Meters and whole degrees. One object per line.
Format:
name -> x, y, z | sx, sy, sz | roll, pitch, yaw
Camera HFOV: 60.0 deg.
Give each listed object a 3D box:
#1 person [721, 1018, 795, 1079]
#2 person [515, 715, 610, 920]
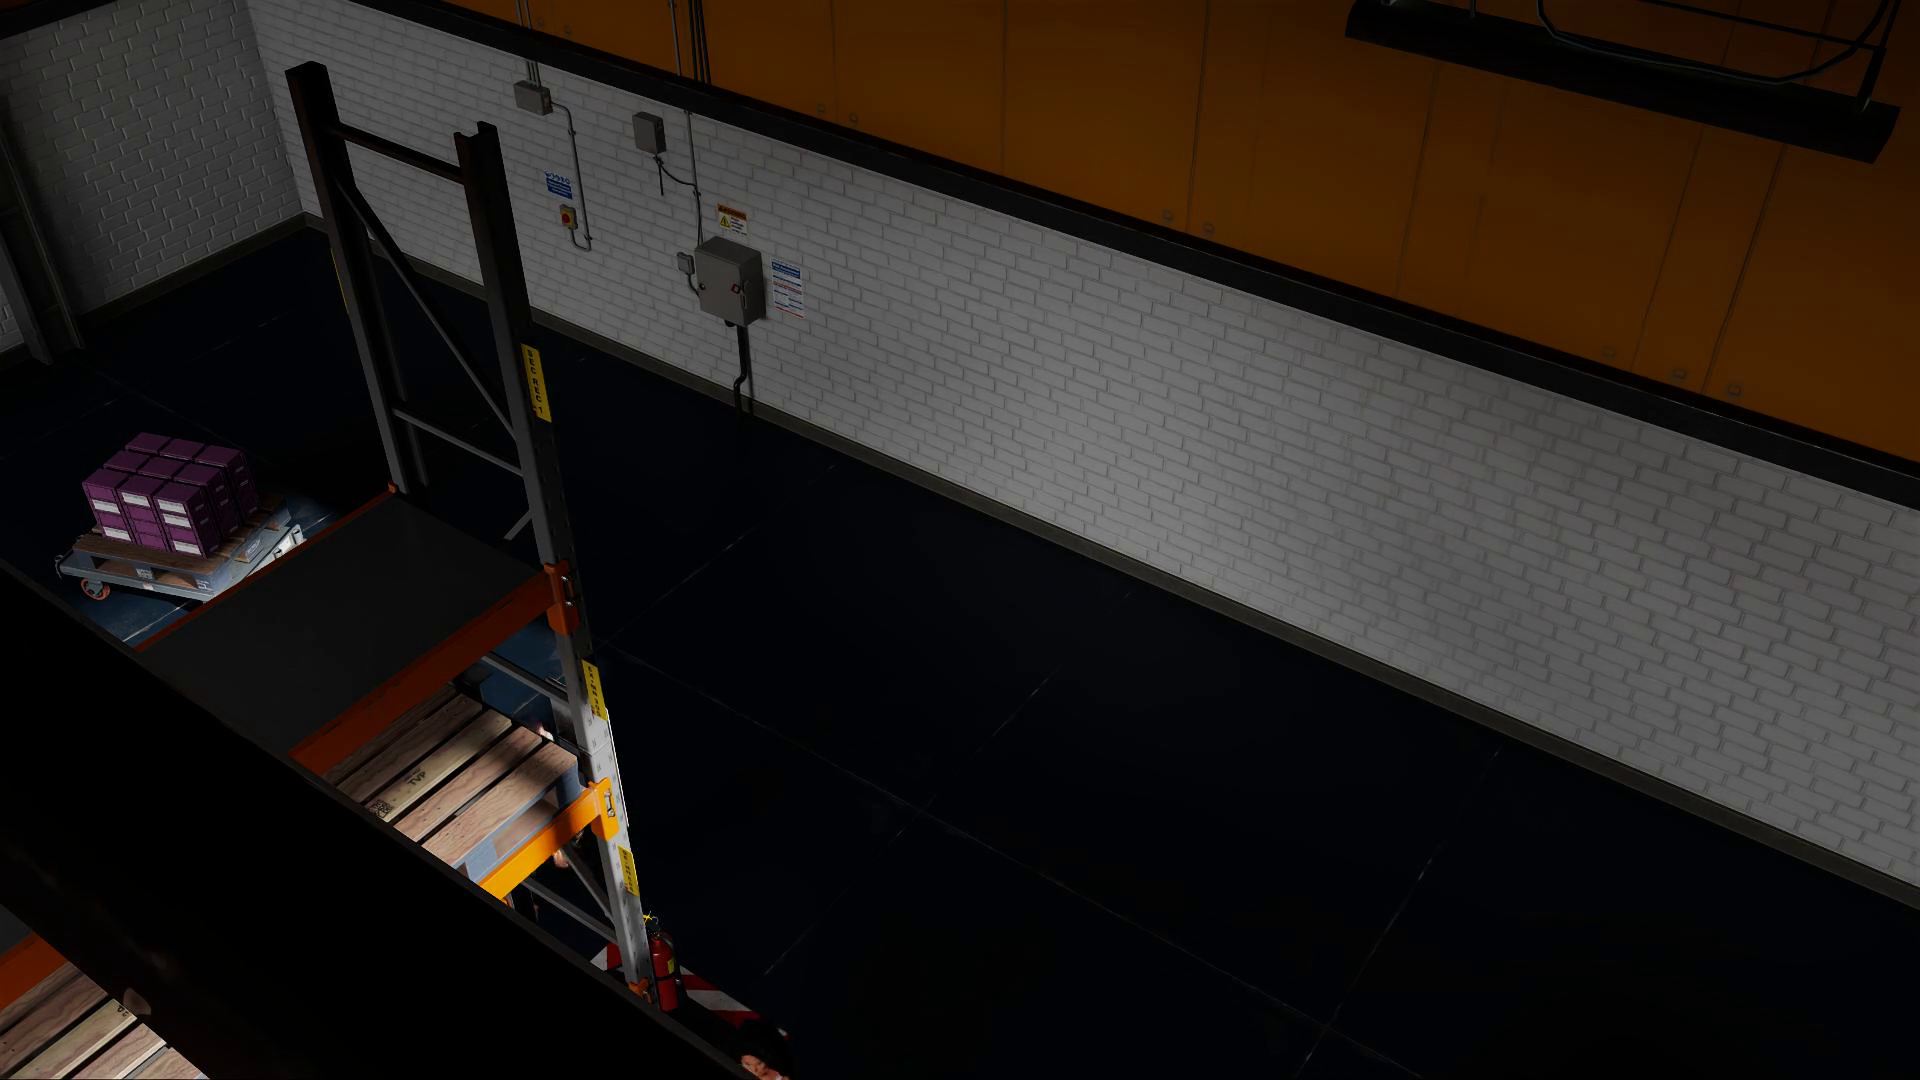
person -> -1.029, 2.928, 8.615 | 0.902, 1.587, 1.067 | 2, 39, 3
person -> -2.597, 1.699, 10.011 | 0.947, 1.766, 1.203 | 12, 40, 14
